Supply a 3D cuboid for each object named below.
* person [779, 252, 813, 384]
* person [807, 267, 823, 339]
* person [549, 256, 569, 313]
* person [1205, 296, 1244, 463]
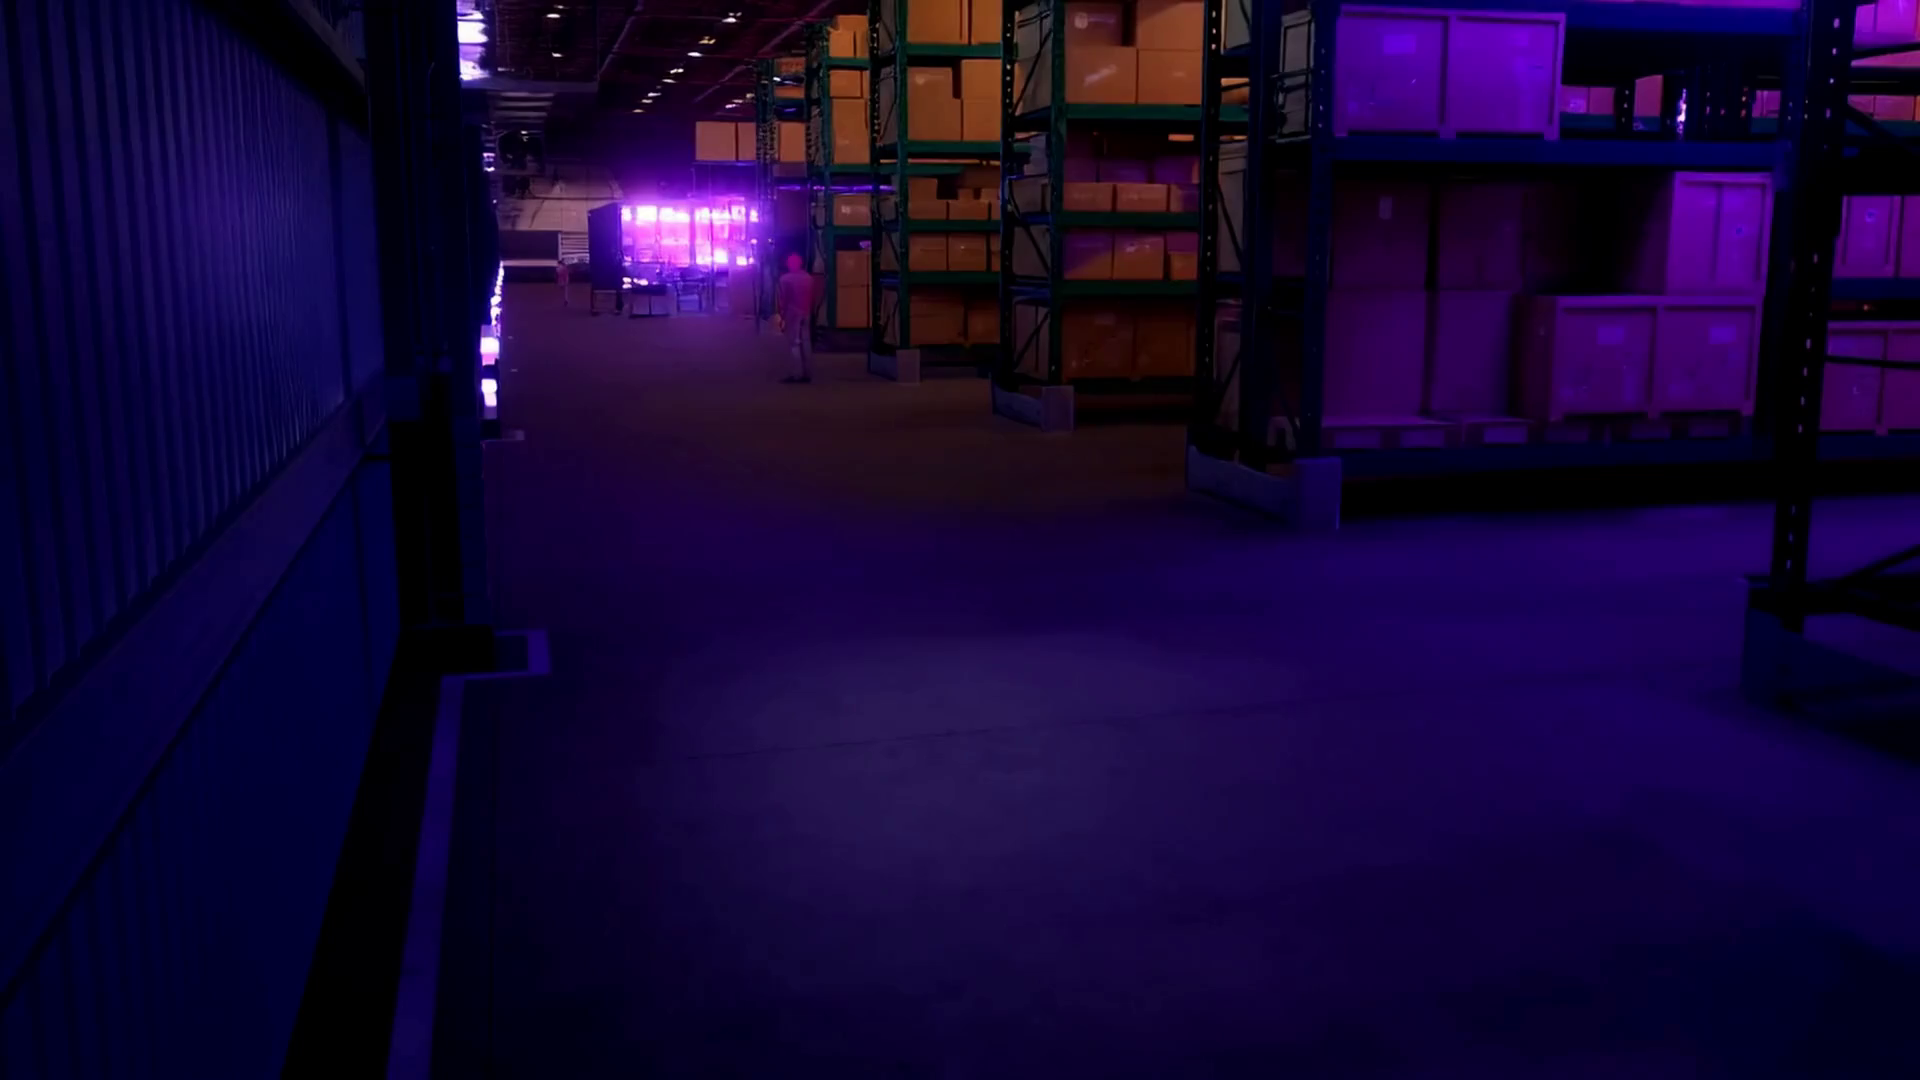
[{"bbox_3d":[-2.443,-3.288,24.655,0.356,1.938,0.638,7,12,35],"label":"person"},{"bbox_3d":[-3.134,-5.100,35.816,0.359,1.624,0.519,5,11,27],"label":"person"},{"bbox_3d":[-12.290,-7.825,50.976,0.580,1.704,0.876,-3,11,-19],"label":"person"},{"bbox_3d":[2.382,-1.596,15.152,0.741,1.913,0.542,-5,11,-25],"label":"person"}]
